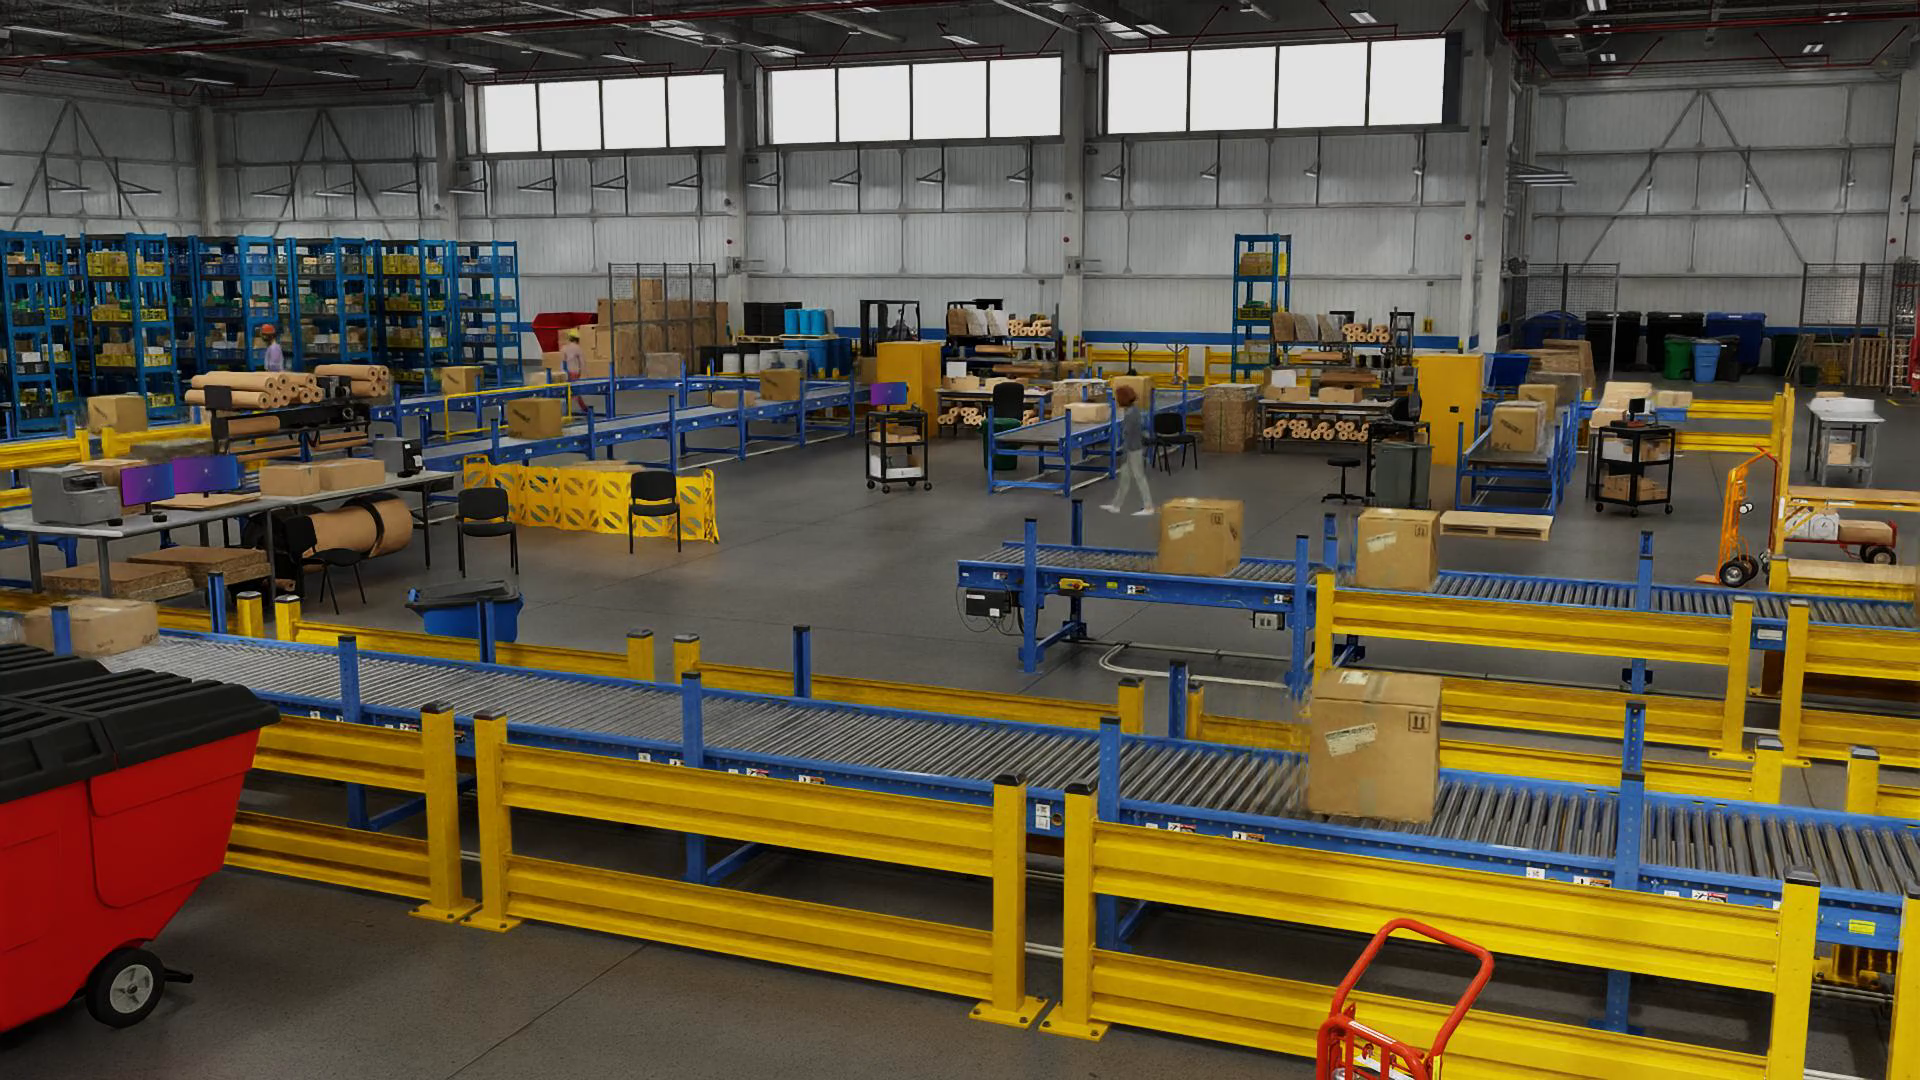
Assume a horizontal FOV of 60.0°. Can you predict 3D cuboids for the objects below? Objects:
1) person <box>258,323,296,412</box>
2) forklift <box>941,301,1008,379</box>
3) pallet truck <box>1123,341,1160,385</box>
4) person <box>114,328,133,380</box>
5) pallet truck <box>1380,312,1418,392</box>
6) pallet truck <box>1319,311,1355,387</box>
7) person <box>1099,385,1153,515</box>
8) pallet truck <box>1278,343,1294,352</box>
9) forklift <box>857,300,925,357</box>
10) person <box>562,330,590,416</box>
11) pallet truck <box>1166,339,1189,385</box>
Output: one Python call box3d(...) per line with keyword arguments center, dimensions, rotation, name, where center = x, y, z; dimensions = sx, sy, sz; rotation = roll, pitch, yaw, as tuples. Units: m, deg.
box3d(center=(-12.333, -2.905, 30.007), dimensions=(1.018, 2.007, 0.607), rotation=(-7, 12, -36), name="person")
box3d(center=(0.365, -4.966, 41.571), dimensions=(1.157, 1.987, 2.680), rotation=(3, 10, 20), name="forklift")
box3d(center=(4.445, -4.380, 41.279), dimensions=(0.680, 1.201, 1.601), rotation=(4, 10, 22), name="pallet truck")
box3d(center=(-18.871, -4.138, 37.560), dimensions=(0.649, 1.969, 0.599), rotation=(4, 10, 25), name="person")
box3d(center=(10.207, -4.283, 38.369), dimensions=(0.823, 1.965, 1.885), rotation=(3, 10, 20), name="pallet truck")
box3d(center=(9.071, -4.419, 39.190), dimensions=(0.823, 1.965, 1.885), rotation=(5, 10, 26), name="pallet truck")
box3d(center=(2.056, -1.087, 20.223), dimensions=(0.576, 1.616, 0.527), rotation=(1, 9, 8), name="person")
box3d(center=(7.886, -4.163, 39.743), dimensions=(0.653, 1.274, 1.630), rotation=(4, 10, 22), name="pallet truck")
box3d(center=(-1.732, -5.109, 42.468), dimensions=(1.157, 1.987, 2.680), rotation=(4, 10, 22), name="forklift")
box3d(center=(-7.766, -3.381, 33.724), dimensions=(0.549, 1.713, 0.895), rotation=(6, 11, 34), name="person")
box3d(center=(5.418, -4.269, 40.420), dimensions=(0.704, 1.261, 1.522), rotation=(3, 10, 20), name="pallet truck")
